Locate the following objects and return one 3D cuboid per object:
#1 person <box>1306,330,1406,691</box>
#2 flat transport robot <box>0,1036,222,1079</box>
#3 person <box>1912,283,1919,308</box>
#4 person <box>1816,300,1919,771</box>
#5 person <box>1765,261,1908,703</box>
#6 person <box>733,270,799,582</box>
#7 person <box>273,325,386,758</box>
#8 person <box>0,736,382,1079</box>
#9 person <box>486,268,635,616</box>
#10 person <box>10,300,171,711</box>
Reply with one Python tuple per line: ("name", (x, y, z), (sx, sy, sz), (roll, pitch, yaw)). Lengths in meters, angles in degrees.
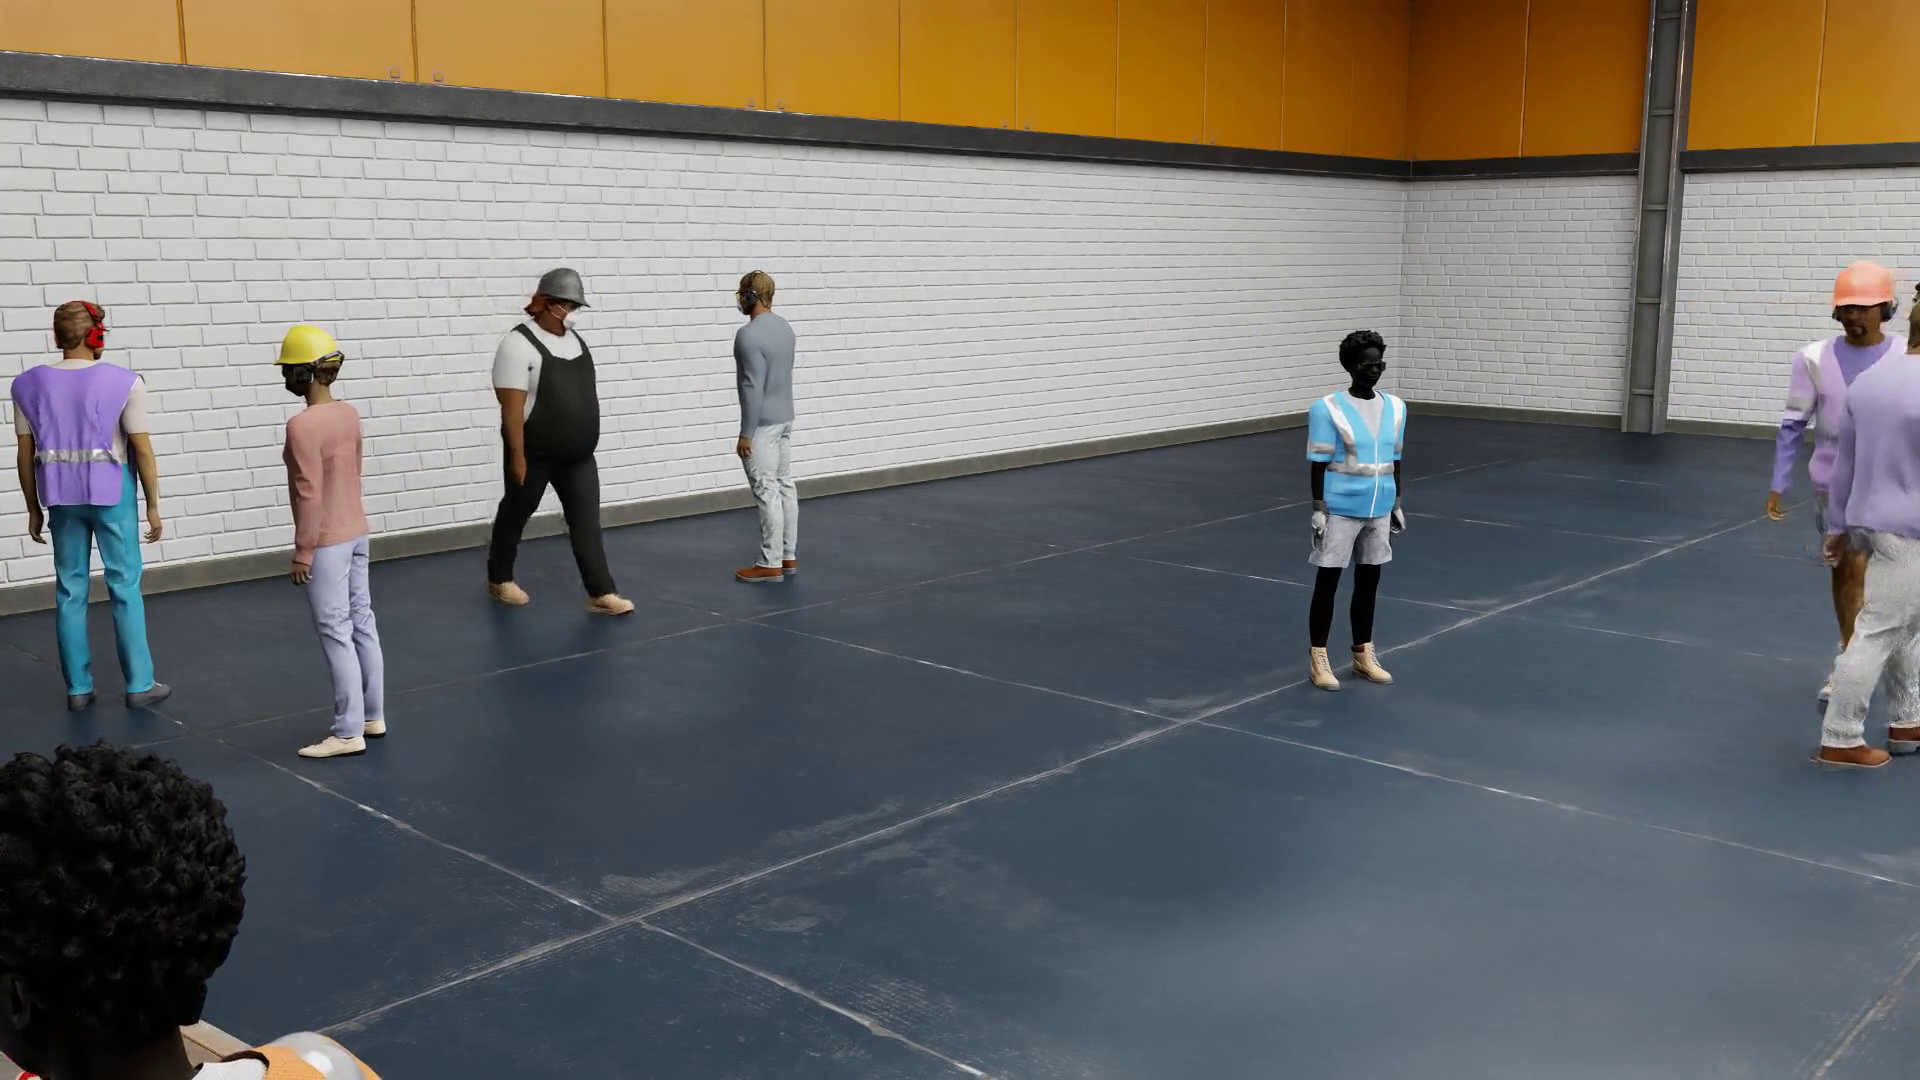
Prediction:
("person", (1.872, -0.140, 7.861), (0.532, 1.696, 0.319), (-4, 11, -21))
("flat transport robot", (-2.070, 1.284, 3.803), (1.431, 0.197, 0.652), (8, 12, 37))
("person", (6.822, -0.899, 11.730), (0.504, 1.855, 0.432), (-9, 13, -41))
("person", (3.816, -0.018, 6.551), (0.837, 1.903, 0.620), (-1, 10, -4))
("person", (4.038, -0.254, 7.605), (0.893, 2.004, 0.641), (-9, 13, -41))
("person", (-1.221, -0.704, 10.383), (0.369, 1.938, 0.630), (3, 10, 18))
("person", (-2.602, 0.009, 6.811), (0.329, 1.767, 0.528), (1, 10, 4))
("person", (-0.654, 0.998, 1.402), (0.318, 1.691, 0.534), (3, 10, 15))
("person", (-2.357, -0.601, 9.500), (1.055, 2.000, 0.695), (7, 12, 33))
("person", (-3.903, -0.144, 7.463), (0.567, 1.841, 0.375), (-1, 10, -8))
